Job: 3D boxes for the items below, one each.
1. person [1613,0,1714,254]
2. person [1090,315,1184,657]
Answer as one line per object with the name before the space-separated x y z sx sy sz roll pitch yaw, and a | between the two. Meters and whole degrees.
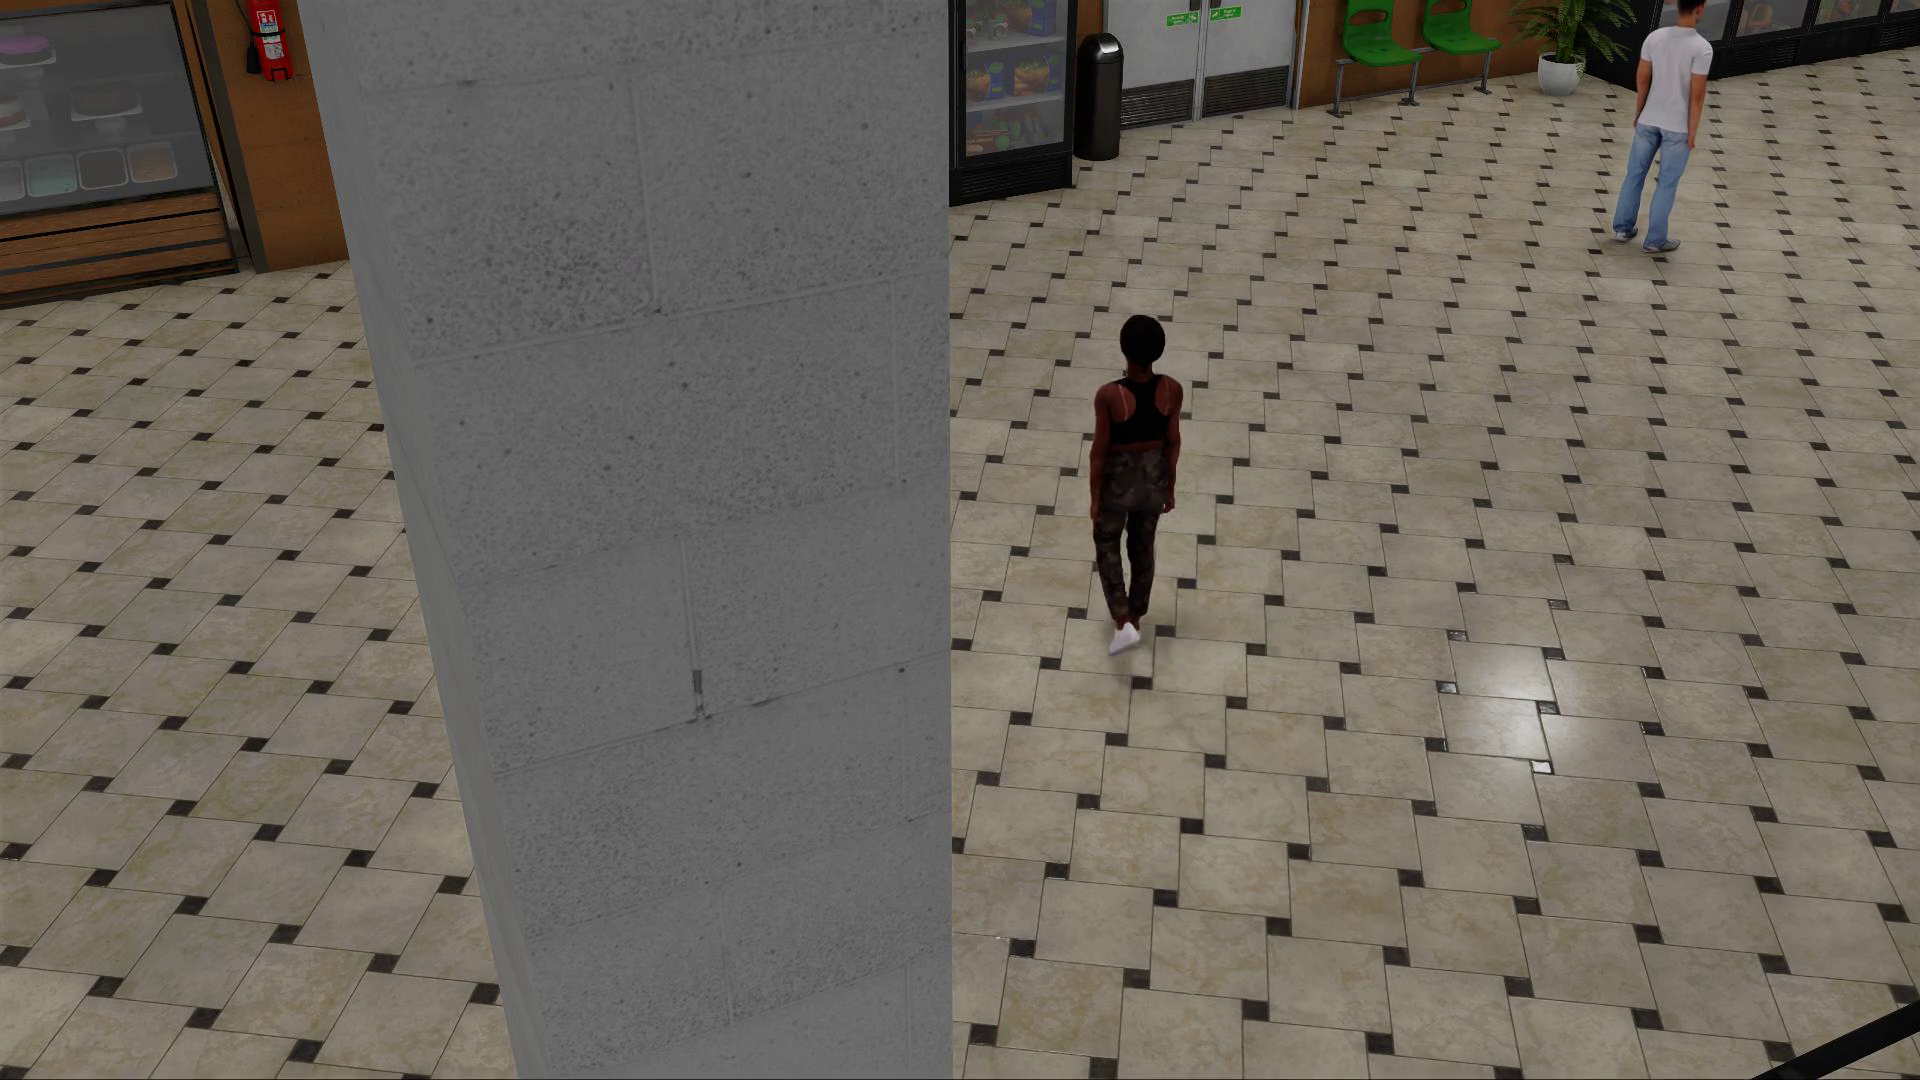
person | 4.969 -2.956 11.701 0.779 1.863 0.579 -22 38 -31
person | 0.794 -0.176 7.399 0.714 1.688 0.880 -4 32 -6
